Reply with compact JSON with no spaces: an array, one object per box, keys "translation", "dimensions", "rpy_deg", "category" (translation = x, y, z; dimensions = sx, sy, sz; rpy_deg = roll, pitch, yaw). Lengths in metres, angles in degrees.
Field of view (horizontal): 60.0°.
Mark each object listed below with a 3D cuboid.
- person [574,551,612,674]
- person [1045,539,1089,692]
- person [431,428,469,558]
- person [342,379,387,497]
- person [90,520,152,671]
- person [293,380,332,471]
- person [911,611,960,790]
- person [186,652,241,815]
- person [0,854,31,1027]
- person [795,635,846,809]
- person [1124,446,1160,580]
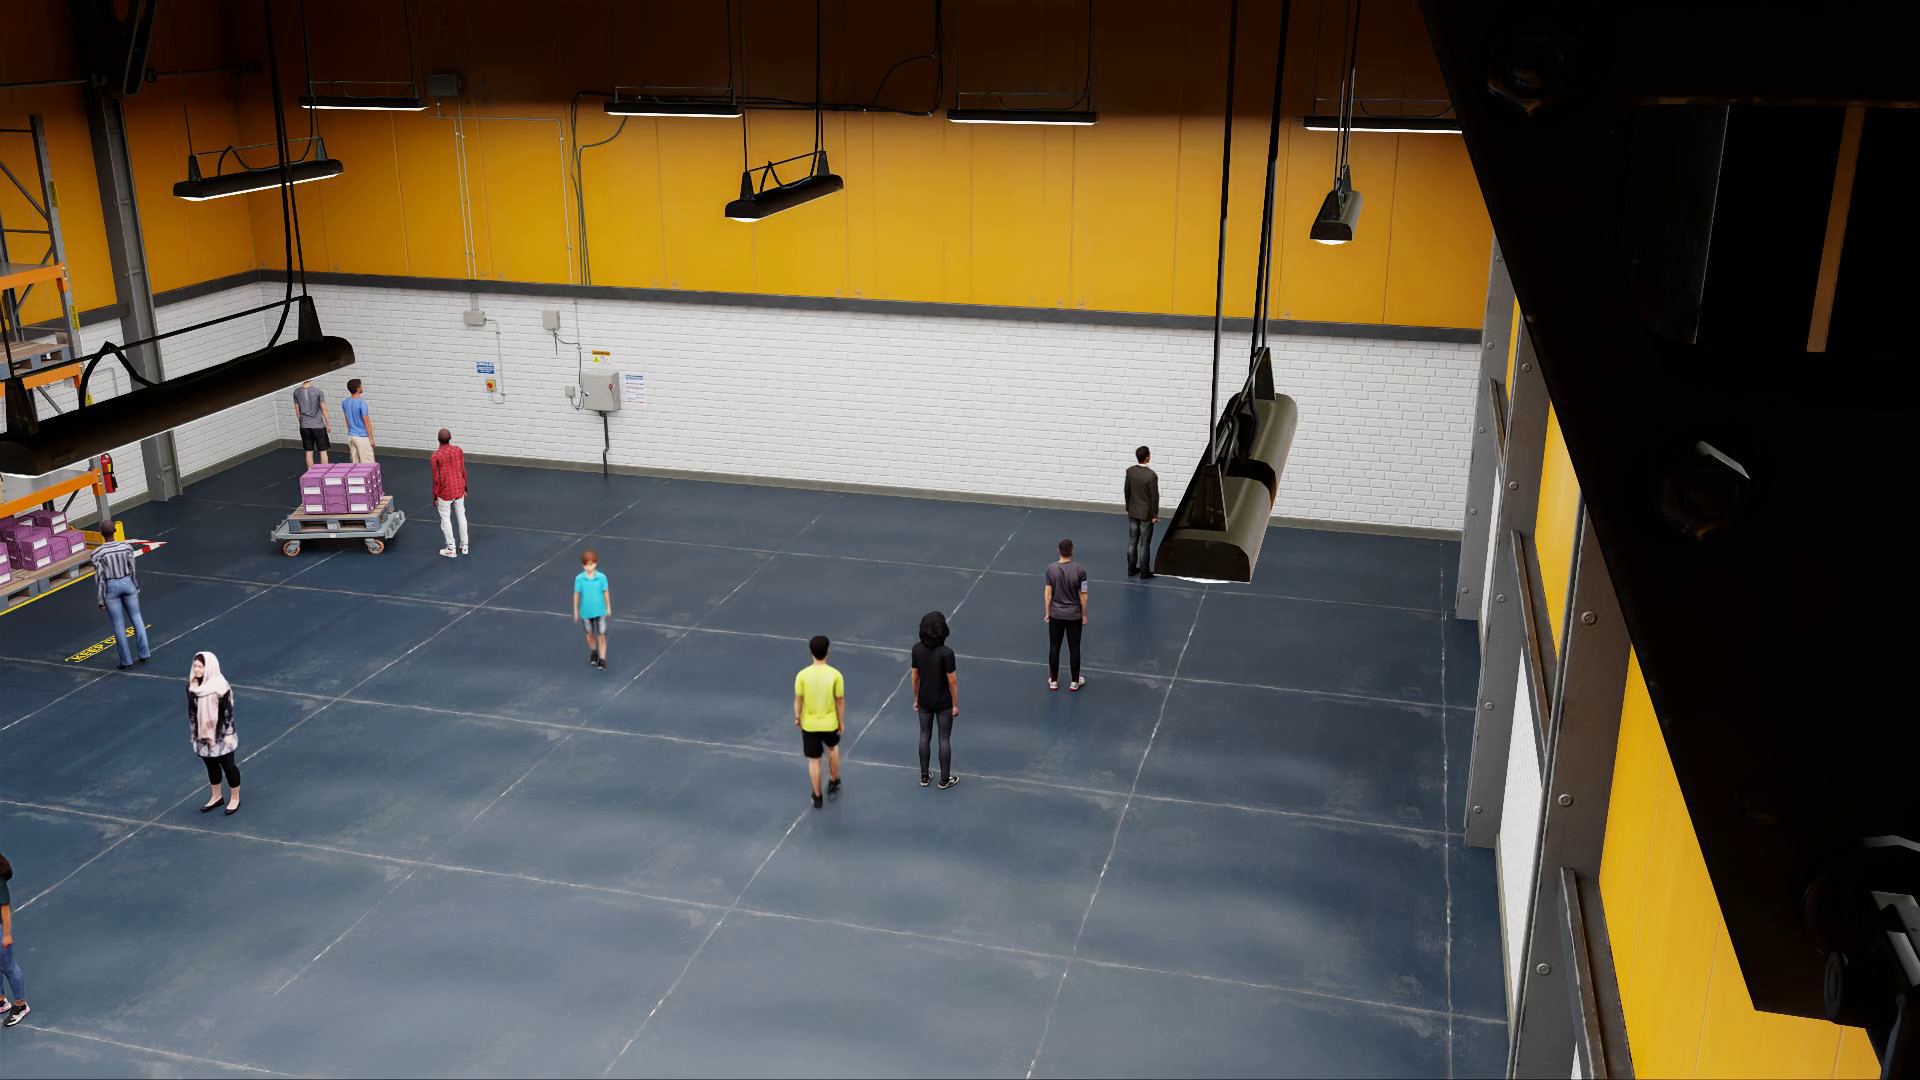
[{"translation":[-4.248,0.794,19.286],"dimensions":[0.772,1.417,1.004],"rpy_deg":[-2,19,-7],"category":"person"},{"translation":[1.178,0.834,18.622],"dimensions":[0.641,1.764,0.558],"rpy_deg":[4,19,11],"category":"person"},{"translation":[-7.055,-0.677,23.021],"dimensions":[0.708,1.820,0.816],"rpy_deg":[-17,25,-40],"category":"person"},{"translation":[-9.240,-1.568,25.598],"dimensions":[0.683,1.864,0.626],"rpy_deg":[9,20,24],"category":"person"},{"translation":[-9.693,0.627,19.190],"dimensions":[0.753,1.794,0.627],"rpy_deg":[16,24,39],"category":"person"},{"translation":[-10.232,-1.799,26.273],"dimensions":[0.709,1.871,0.646],"rpy_deg":[0,19,1],"category":"person"},{"translation":[-0.250,1.562,16.347],"dimensions":[0.662,1.837,0.574],"rpy_deg":[8,20,22],"category":"person"},{"translation":[-7.124,1.821,15.887],"dimensions":[0.612,1.638,0.598],"rpy_deg":[5,19,14],"category":"person"},{"translation":[-7.378,2.927,12.638],"dimensions":[0.602,1.615,0.592],"rpy_deg":[6,19,17],"category":"person"},{"translation":[-1.340,1.768,15.963],"dimensions":[0.791,1.691,0.892],"rpy_deg":[-2,19,-7],"category":"person"},{"translation":[2.414,-0.382,22.170],"dimensions":[0.750,1.804,0.723],"rpy_deg":[16,25,40],"category":"person"}]
